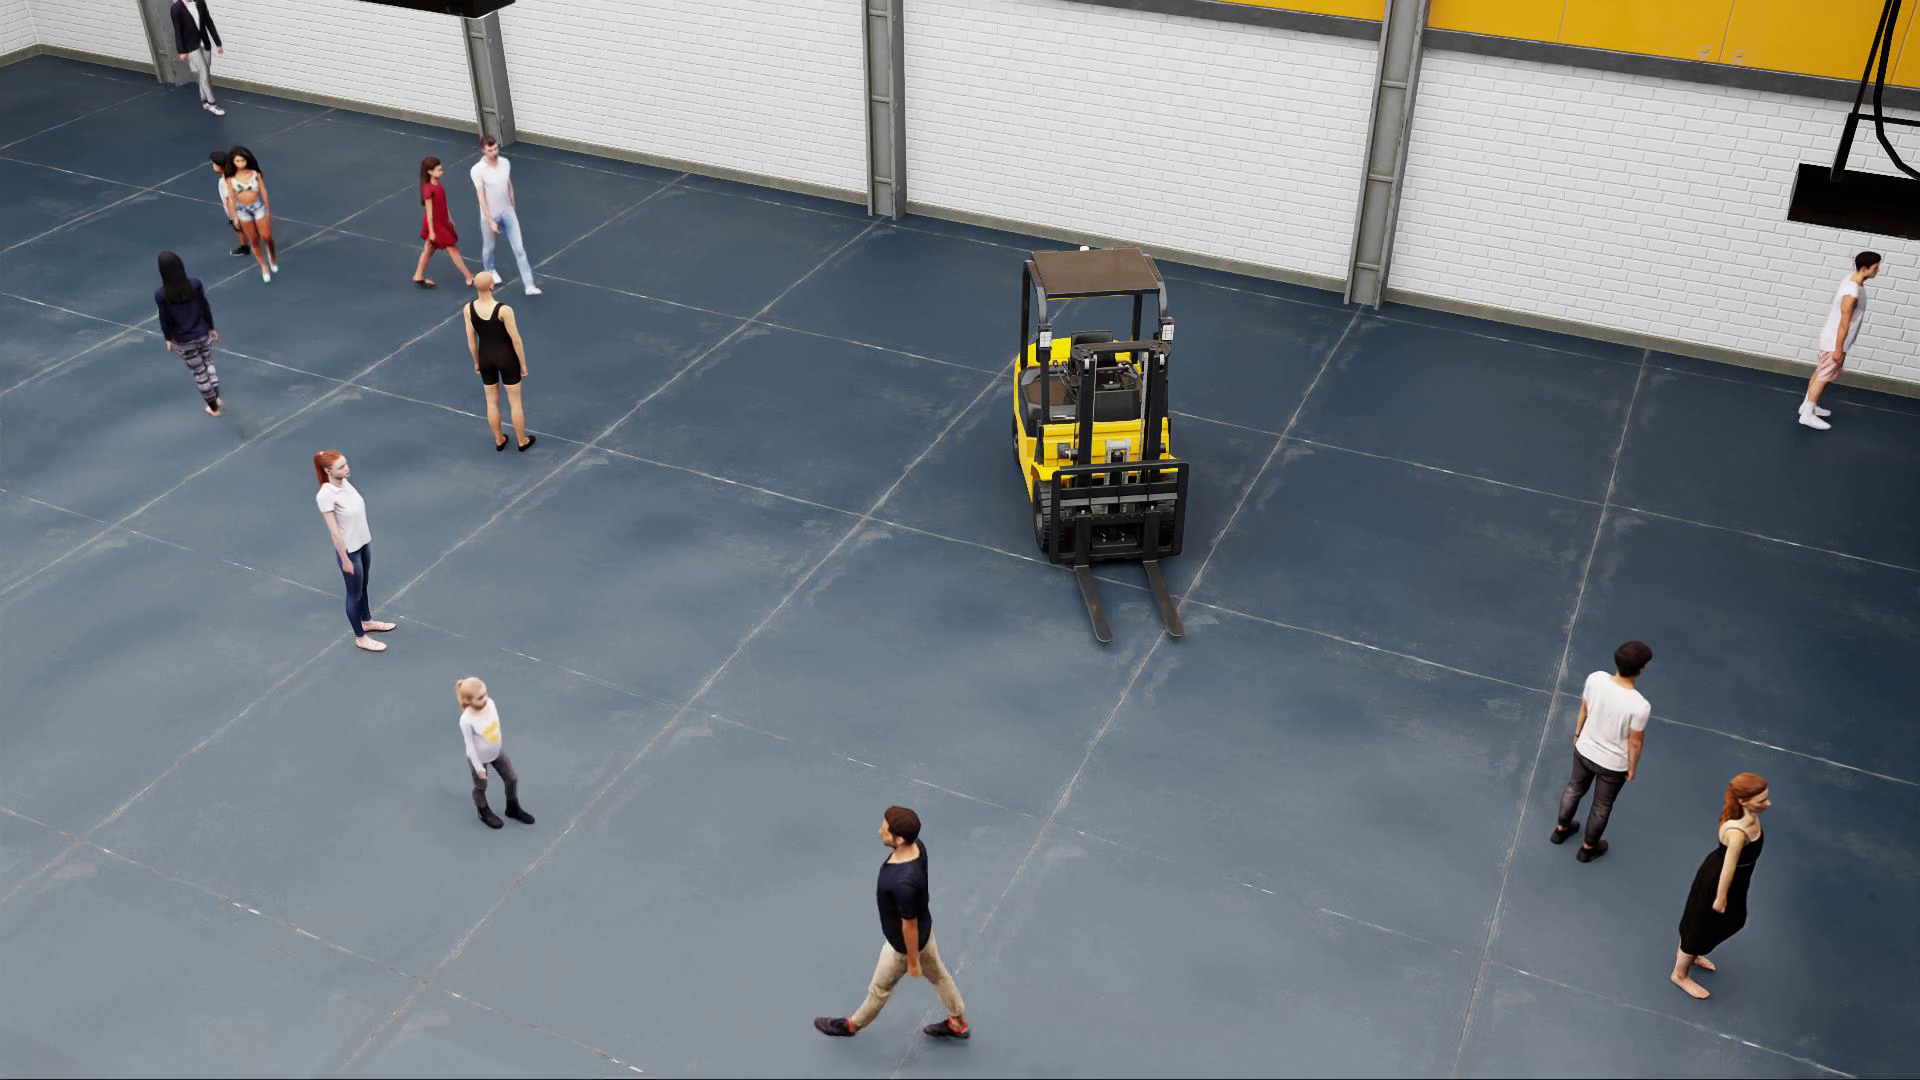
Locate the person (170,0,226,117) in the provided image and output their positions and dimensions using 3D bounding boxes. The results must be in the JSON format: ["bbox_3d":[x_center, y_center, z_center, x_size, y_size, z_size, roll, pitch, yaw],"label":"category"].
[{"bbox_3d":[-10.780,-6.976,23.367,0.894,1.935,0.802,20,38,27],"label":"person"}]

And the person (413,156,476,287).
[{"bbox_3d":[-5.912,-3.508,18.536,1.144,1.506,0.893,-1,34,-1],"label":"person"}]

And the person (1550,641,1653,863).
[{"bbox_3d":[4.246,1.384,10.985,0.754,1.718,0.633,-21,39,-28],"label":"person"}]

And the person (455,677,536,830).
[{"bbox_3d":[-3.281,1.438,11.310,0.634,1.269,0.520,19,38,26],"label":"person"}]

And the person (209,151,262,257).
[{"bbox_3d":[-8.419,-3.931,19.404,0.710,1.249,0.653,-14,36,-20],"label":"person"}]

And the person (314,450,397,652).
[{"bbox_3d":[-4.755,0.061,12.956,0.651,1.740,0.638,1,34,1],"label":"person"}]

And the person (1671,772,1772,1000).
[{"bbox_3d":[4.605,2.048,10.070,0.599,1.624,0.593,20,39,27],"label":"person"}]

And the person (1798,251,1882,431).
[{"bbox_3d":[8.397,-1.939,15.924,0.534,1.785,0.636,15,36,21],"label":"person"}]

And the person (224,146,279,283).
[{"bbox_3d":[-7.957,-3.690,18.718,0.695,1.608,0.757,-10,35,-15],"label":"person"}]

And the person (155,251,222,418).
[{"bbox_3d":[-7.358,-1.952,15.995,0.717,1.727,0.727,-28,42,-35],"label":"person"}]

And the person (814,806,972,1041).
[{"bbox_3d":[-0.211,2.274,9.565,1.250,1.808,0.946,3,34,4],"label":"person"}]

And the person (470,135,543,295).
[{"bbox_3d":[-5.175,-3.600,18.412,1.017,1.796,1.321,-26,42,-33],"label":"person"}]

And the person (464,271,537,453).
[{"bbox_3d":[-4.302,-1.654,15.467,0.570,1.816,0.771,4,34,5],"label":"person"}]
